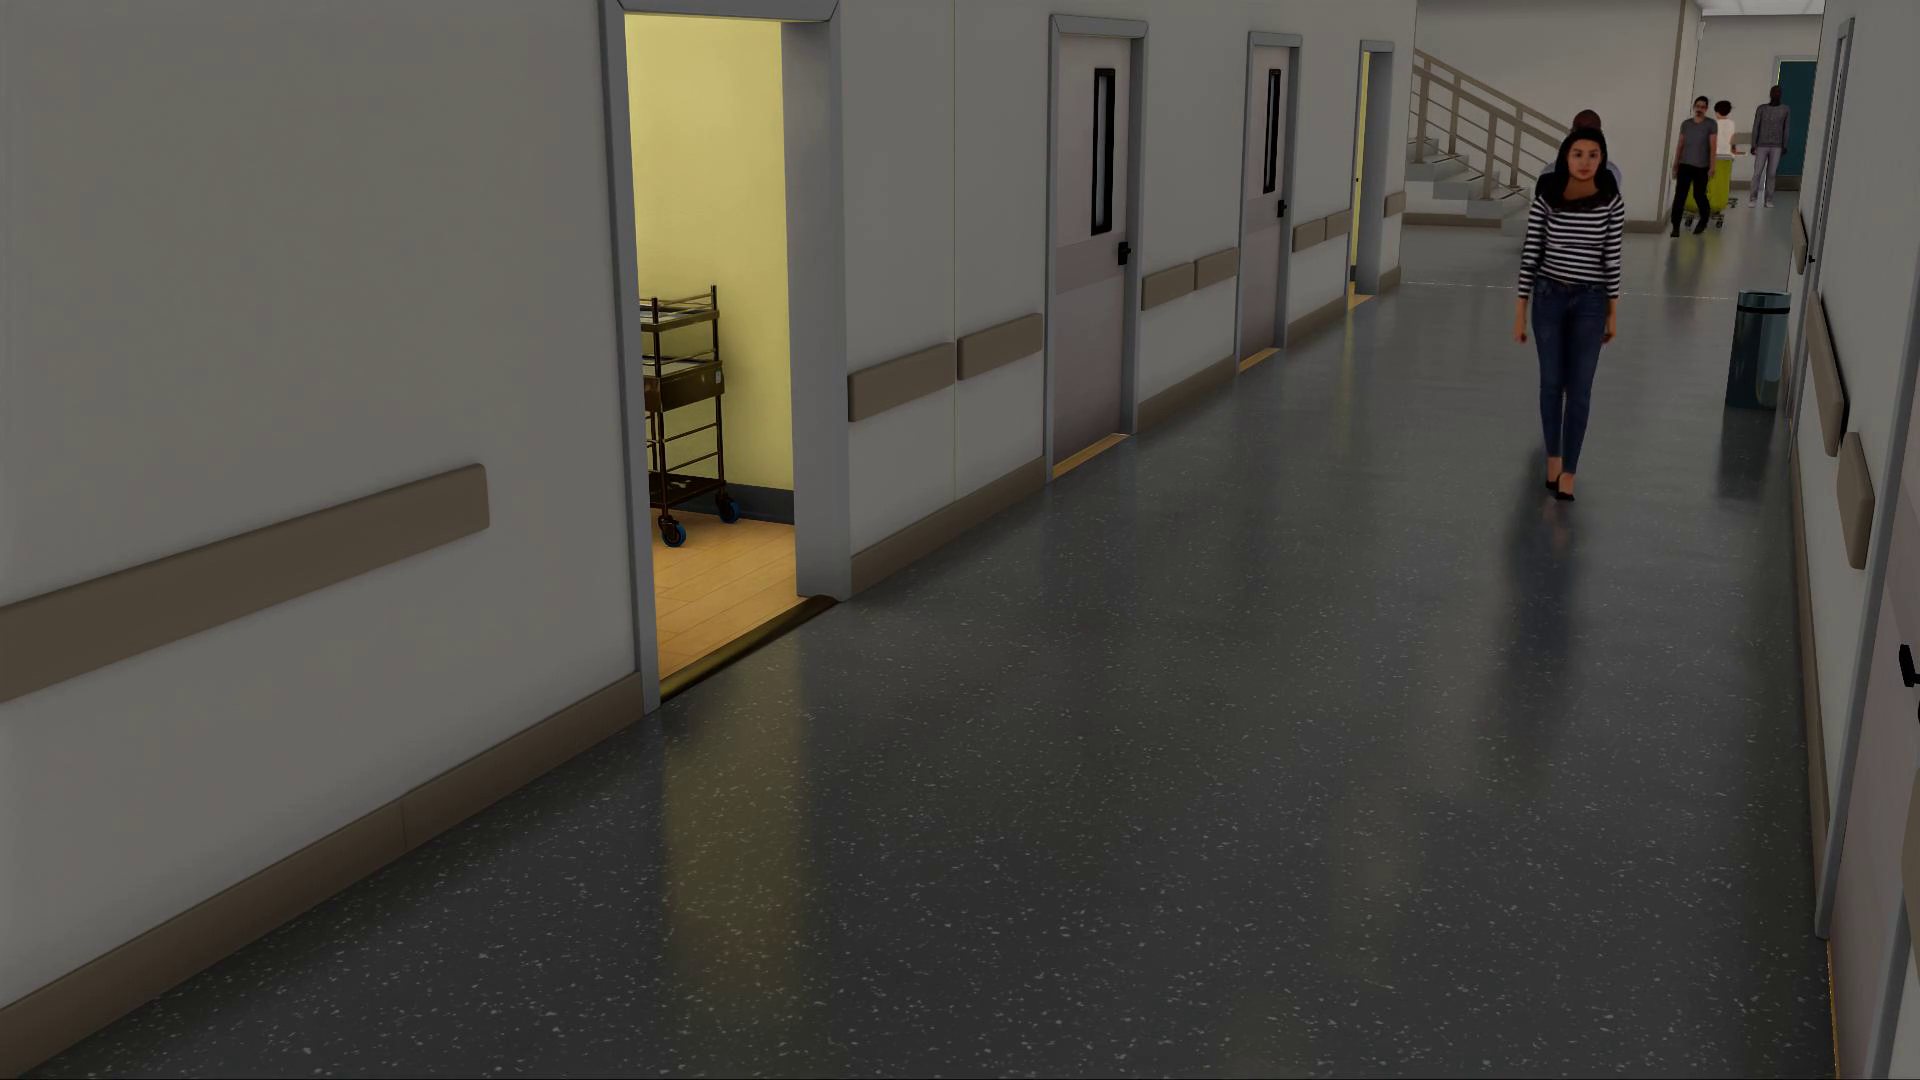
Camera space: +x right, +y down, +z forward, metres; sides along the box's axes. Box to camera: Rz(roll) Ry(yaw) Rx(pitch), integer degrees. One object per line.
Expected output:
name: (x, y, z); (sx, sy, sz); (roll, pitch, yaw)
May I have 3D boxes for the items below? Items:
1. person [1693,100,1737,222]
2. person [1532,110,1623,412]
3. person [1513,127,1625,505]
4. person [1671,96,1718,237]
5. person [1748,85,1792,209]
person: (10.722, -5.351, 23.463); (0.659, 1.651, 0.746); (-2, 16, -8)
person: (3.836, -1.744, 10.394); (1.032, 1.801, 0.785); (9, 18, 29)
person: (2.966, -1.059, 8.131); (0.890, 1.710, 0.721); (6, 17, 20)
person: (9.295, -4.694, 21.004); (1.100, 1.722, 0.857); (11, 19, 35)
person: (12.498, -6.077, 25.692); (0.554, 1.839, 0.784); (4, 16, 14)
